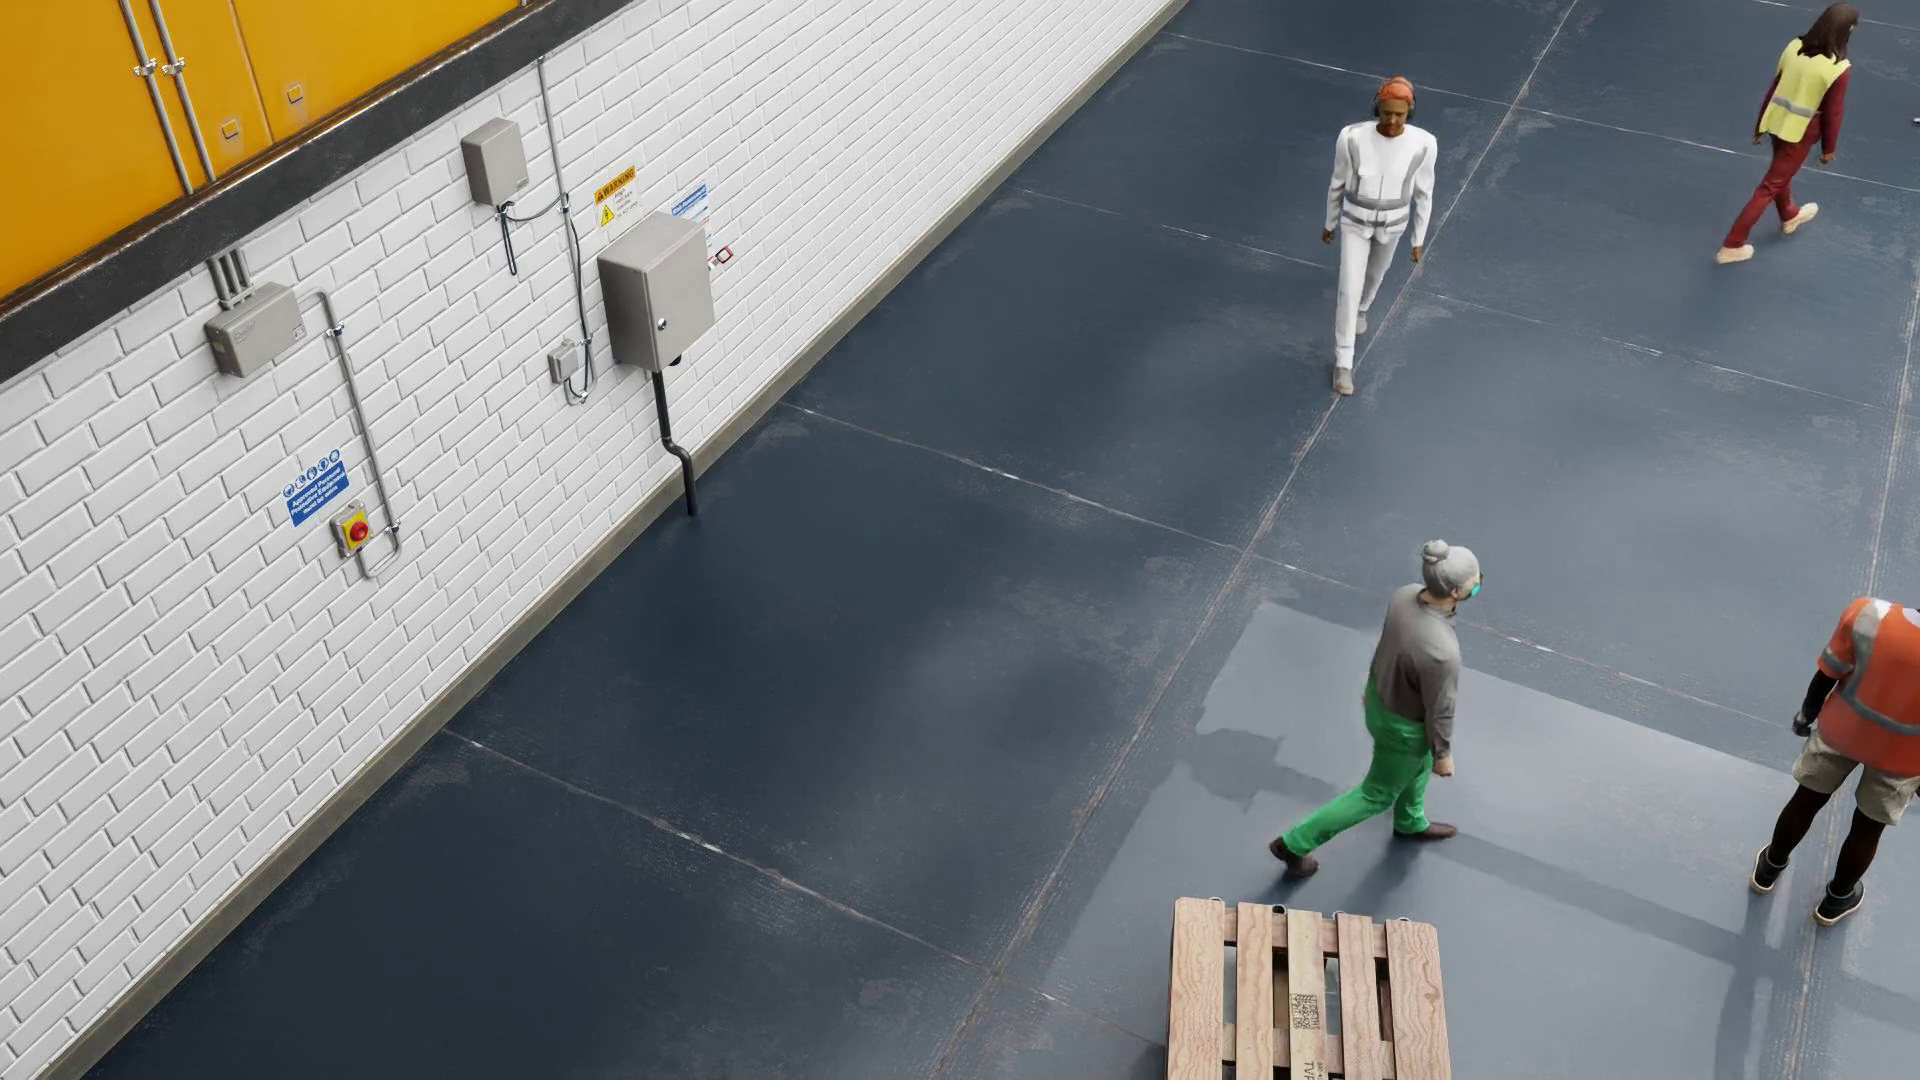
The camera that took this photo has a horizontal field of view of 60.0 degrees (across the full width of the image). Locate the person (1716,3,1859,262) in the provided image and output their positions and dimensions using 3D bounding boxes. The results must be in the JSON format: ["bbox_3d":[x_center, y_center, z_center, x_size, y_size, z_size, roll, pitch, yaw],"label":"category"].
[{"bbox_3d":[5.484,-2.644,10.792,0.924,1.720,0.495,-14,43,-15],"label":"person"}]

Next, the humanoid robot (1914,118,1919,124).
[{"bbox_3d":[7.452,-3.746,12.147,0.713,1.909,0.543,-7,41,-8],"label":"humanoid robot"}]

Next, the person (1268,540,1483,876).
[{"bbox_3d":[1.775,0.711,6.842,0.841,1.811,0.514,-1,41,-1],"label":"person"}]

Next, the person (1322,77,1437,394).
[{"bbox_3d":[2.447,-1.876,9.810,0.586,1.842,0.958,6,41,7],"label":"person"}]

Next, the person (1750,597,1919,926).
[{"bbox_3d":[3.660,0.781,6.635,0.611,1.961,0.364,30,49,30],"label":"person"}]
